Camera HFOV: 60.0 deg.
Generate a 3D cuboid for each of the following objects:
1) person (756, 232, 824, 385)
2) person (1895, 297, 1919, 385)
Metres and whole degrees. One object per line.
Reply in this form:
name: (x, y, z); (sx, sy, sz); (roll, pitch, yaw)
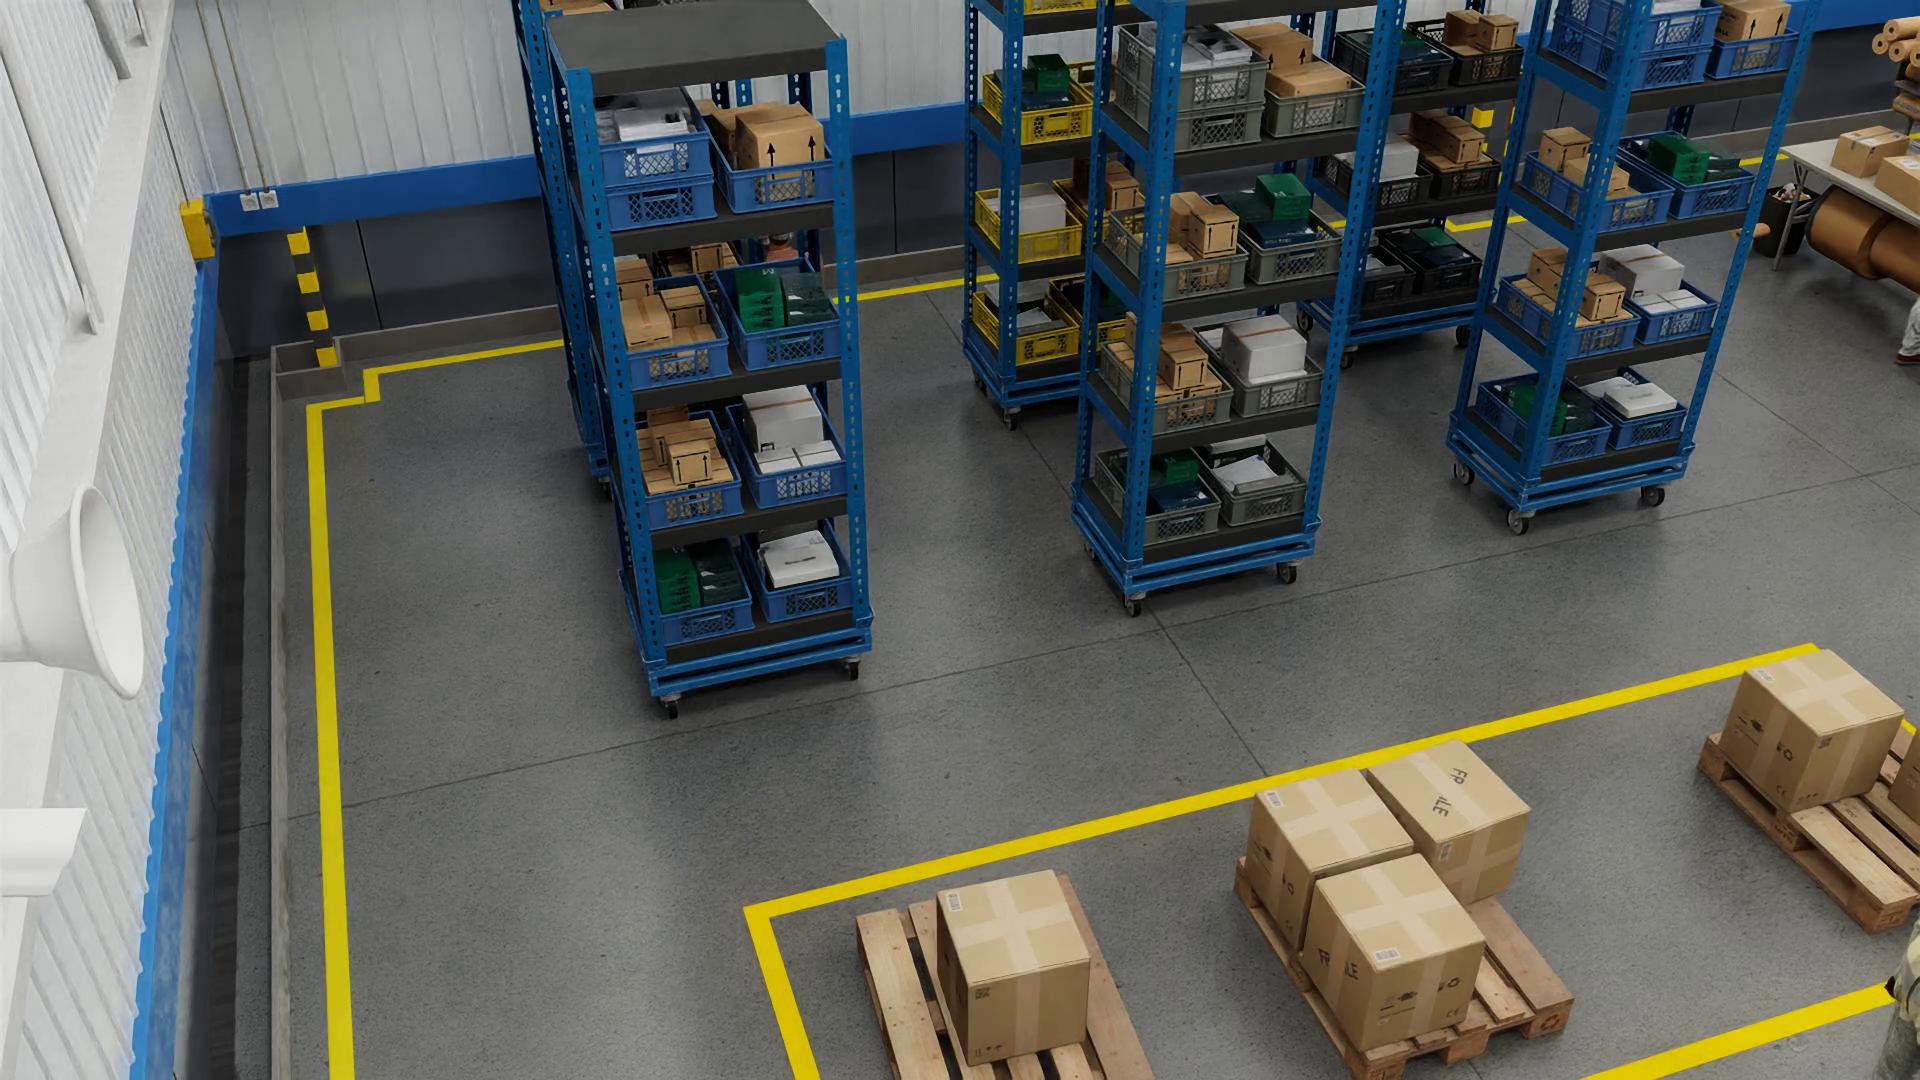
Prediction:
person: (-1.082, -1.154, 10.200); (0.631, 1.979, 0.412); (-29, 44, -35)
person: (6.933, -1.991, 11.428); (0.368, 1.932, 0.627); (-4, 35, -5)
